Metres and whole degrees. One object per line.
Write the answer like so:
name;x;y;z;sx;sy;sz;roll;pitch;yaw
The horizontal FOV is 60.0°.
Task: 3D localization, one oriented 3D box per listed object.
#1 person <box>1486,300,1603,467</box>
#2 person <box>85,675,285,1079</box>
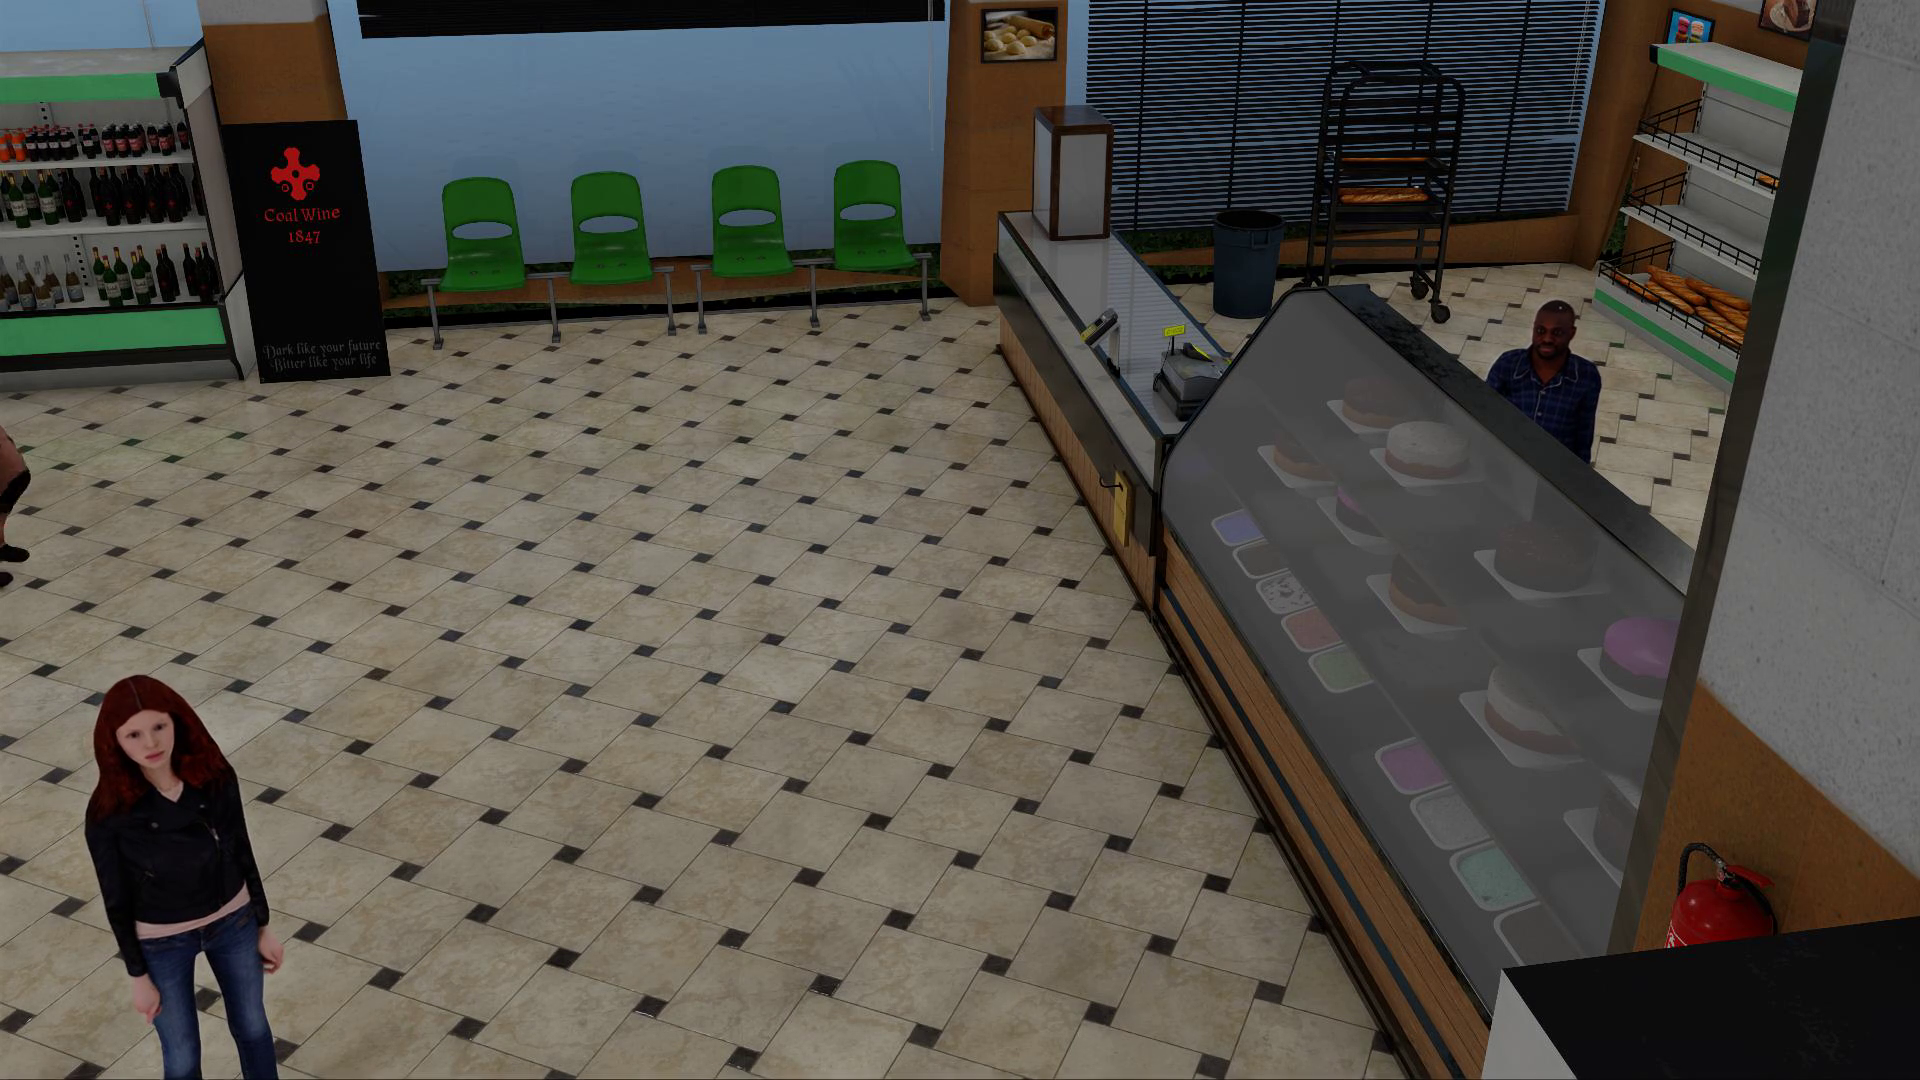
person;2.580;-0.224;7.571;0.720;1.824;0.828;10;29;19
person;-2.218;1.181;4.843;0.629;1.786;0.725;-20;33;-34
